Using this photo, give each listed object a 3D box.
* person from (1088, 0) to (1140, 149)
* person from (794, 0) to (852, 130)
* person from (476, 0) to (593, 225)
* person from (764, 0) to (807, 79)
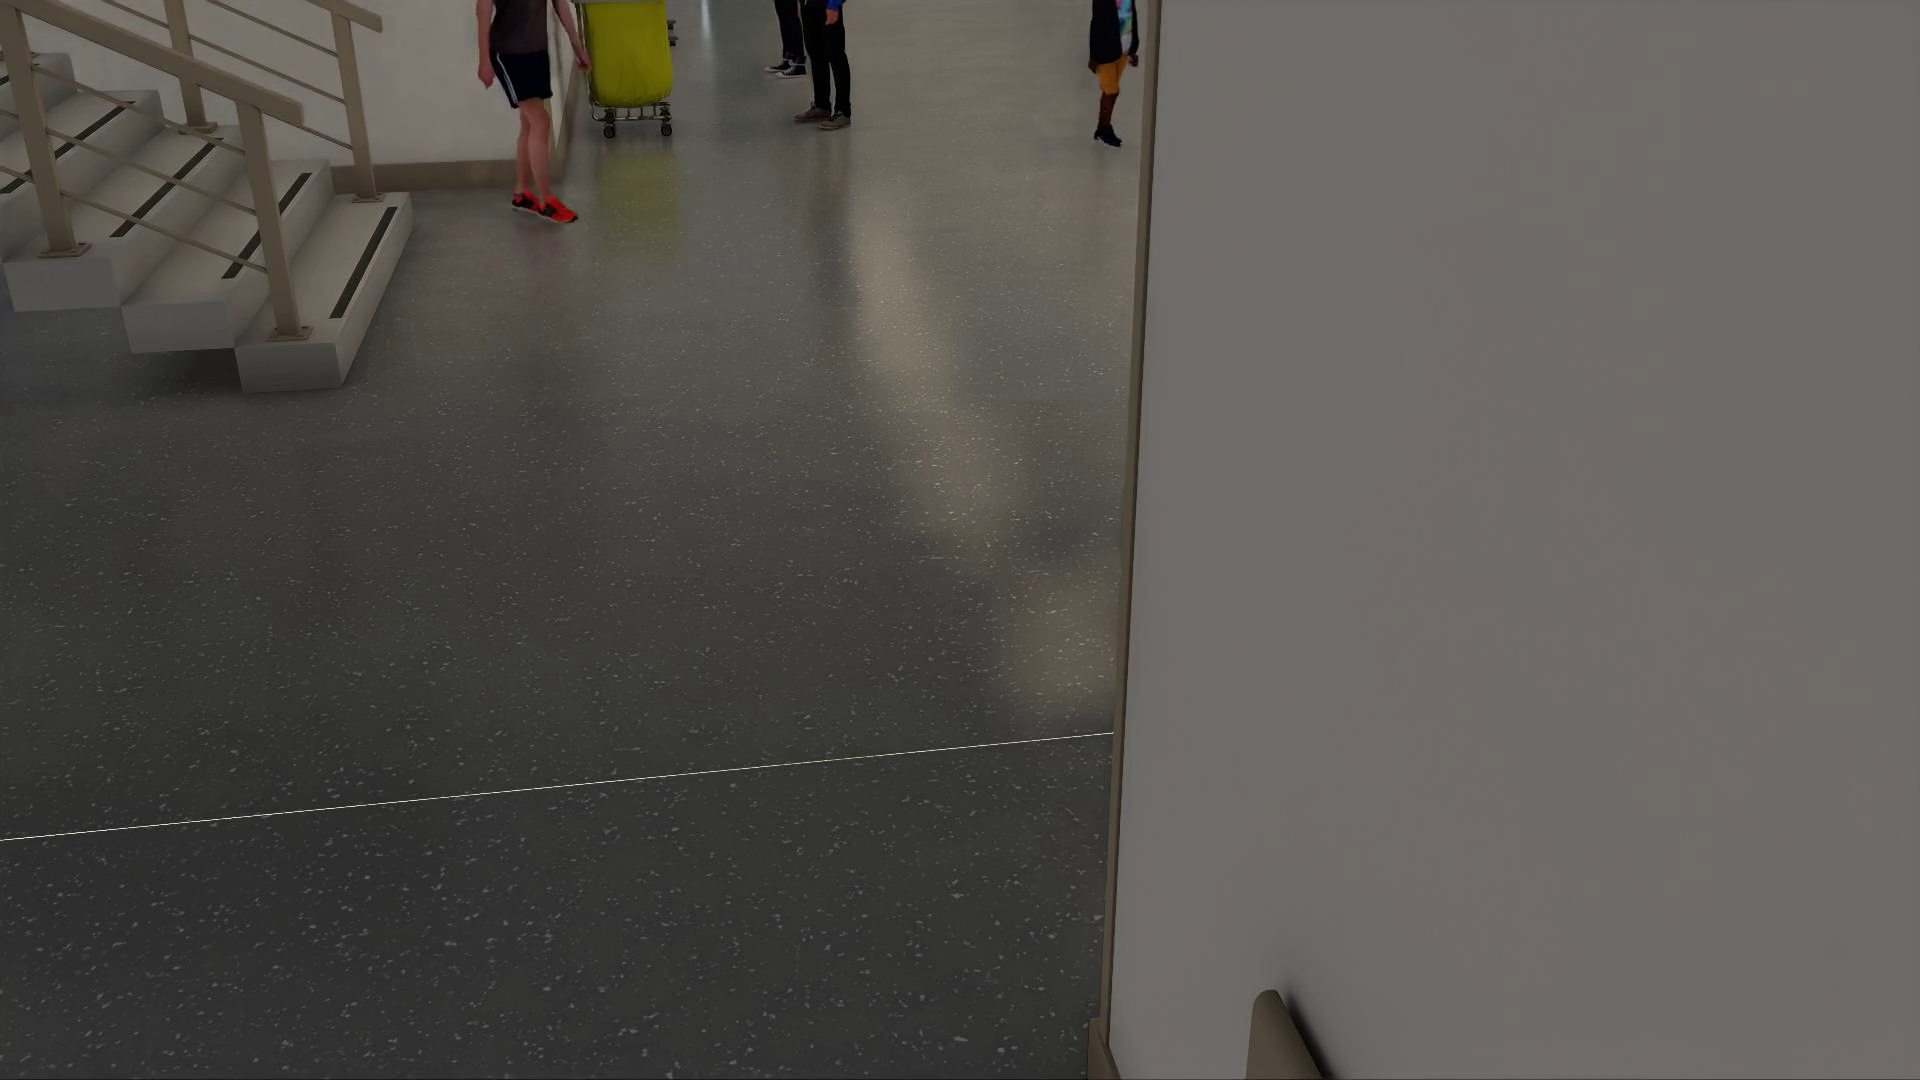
[{"bbox_3d":[0.947,-3.241,10.959,0.679,1.261,0.606,22,33,38],"label":"person"},{"bbox_3d":[-0.935,-3.749,11.442,0.712,1.757,0.721,-18,31,-33],"label":"person"},{"bbox_3d":[-2.467,-2.678,9.141,1.006,1.827,0.934,12,28,24],"label":"person"},{"bbox_3d":[-1.391,-4.581,13.155,0.596,1.769,0.649,-10,27,-19],"label":"person"}]
